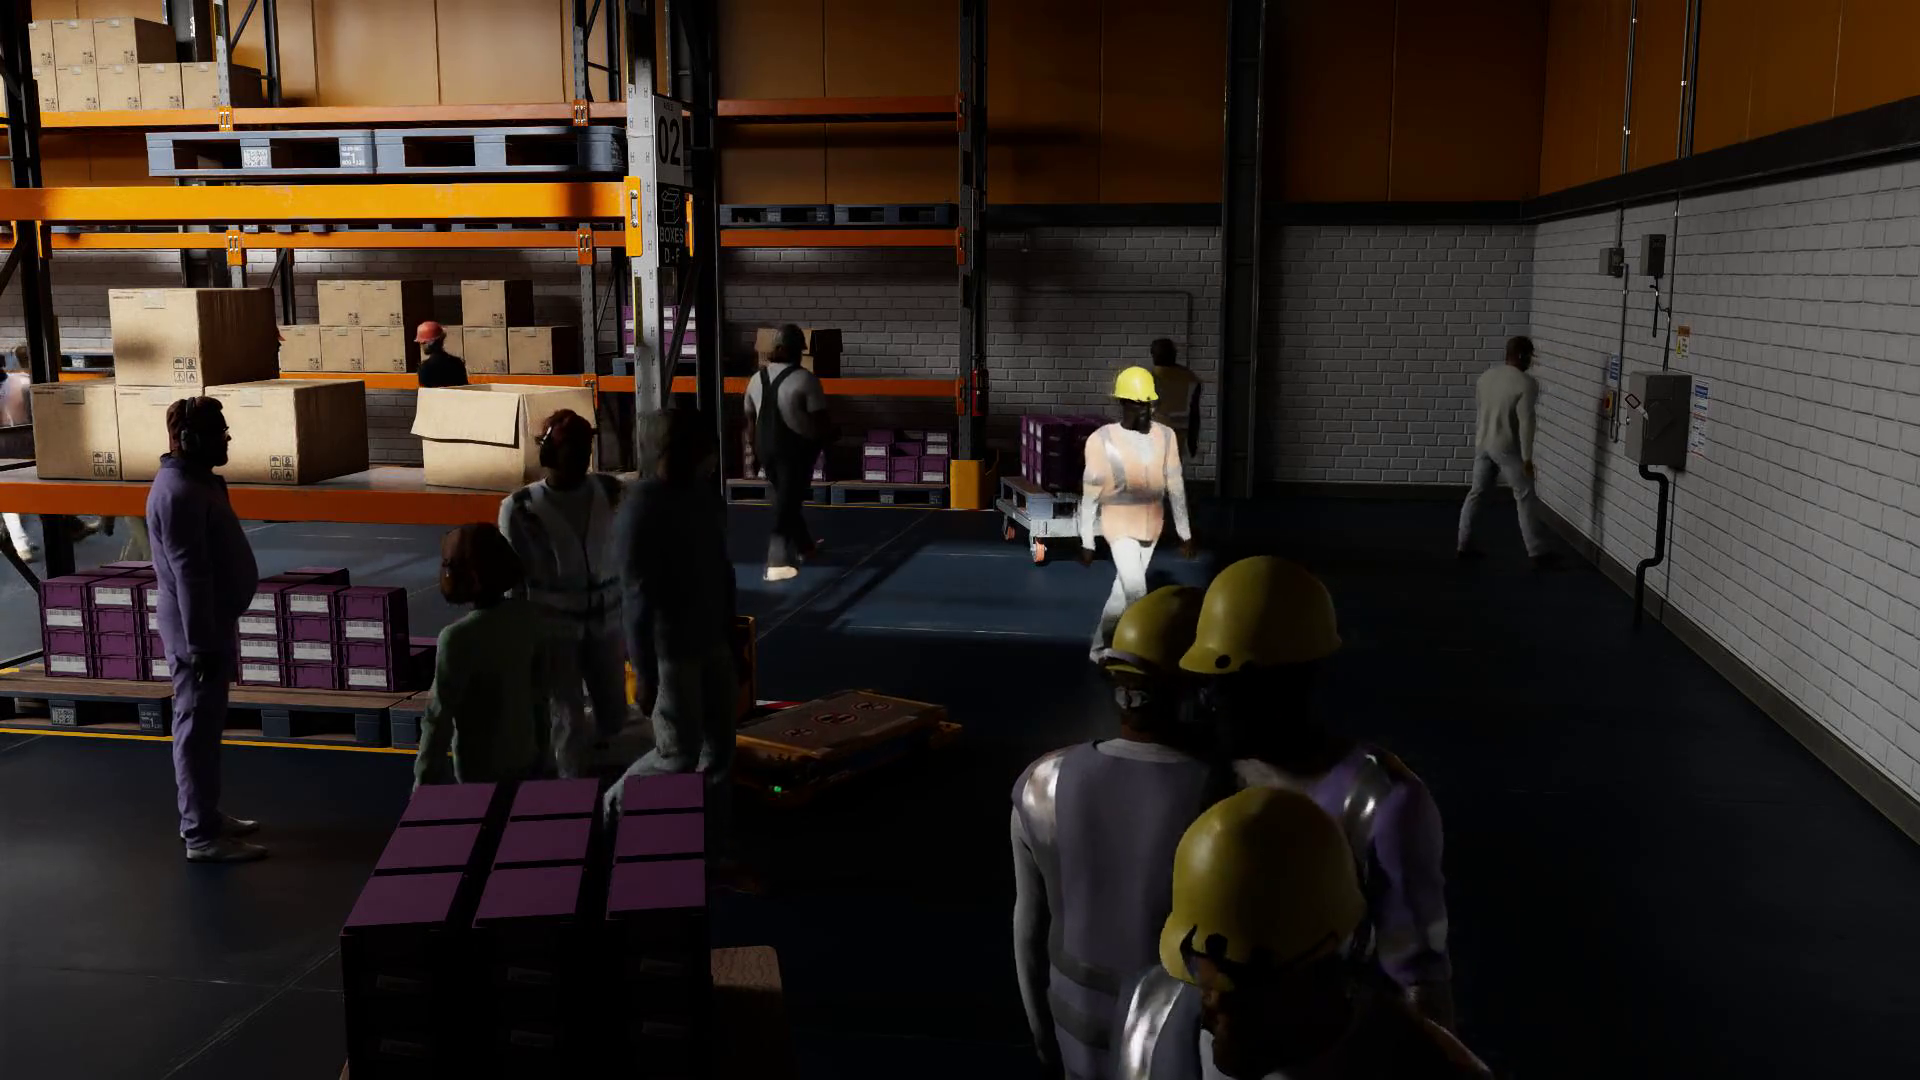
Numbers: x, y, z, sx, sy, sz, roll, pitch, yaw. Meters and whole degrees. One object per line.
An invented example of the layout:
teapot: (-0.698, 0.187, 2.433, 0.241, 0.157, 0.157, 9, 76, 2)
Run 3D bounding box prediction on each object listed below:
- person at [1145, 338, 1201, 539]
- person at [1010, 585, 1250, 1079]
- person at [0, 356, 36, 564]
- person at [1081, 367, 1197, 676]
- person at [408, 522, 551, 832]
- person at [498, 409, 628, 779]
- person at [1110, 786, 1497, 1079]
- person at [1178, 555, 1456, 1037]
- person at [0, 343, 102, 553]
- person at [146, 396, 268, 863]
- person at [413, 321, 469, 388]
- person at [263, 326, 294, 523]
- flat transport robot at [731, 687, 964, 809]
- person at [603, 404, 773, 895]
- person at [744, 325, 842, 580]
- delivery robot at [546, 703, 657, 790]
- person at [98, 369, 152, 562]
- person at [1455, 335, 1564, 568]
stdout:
person: (1.830, -0.909, 14.993, 0.633, 1.820, 0.457, -4, 10, -22)
person: (0.390, 0.992, 3.201, 0.586, 1.824, 0.403, 6, 11, 34)
person: (-7.905, -0.709, 13.834, 0.648, 1.799, 0.628, -8, 12, -41)
person: (1.008, -0.066, 9.624, 0.619, 1.882, 0.989, -6, 11, -31)
person: (-1.533, 0.743, 5.365, 0.380, 1.616, 0.502, 2, 9, 13)
person: (-1.643, 0.369, 6.951, 0.630, 1.867, 0.629, -7, 12, -38)
person: (0.396, 1.183, 2.121, 0.621, 1.778, 0.871, 6, 11, 34)
person: (0.613, 0.972, 3.023, 0.493, 1.914, 0.641, -6, 11, -32)
person: (-7.952, -0.810, 14.462, 0.549, 1.789, 0.956, 8, 12, 42)
person: (-3.100, 0.360, 6.866, 0.399, 1.908, 0.643, -4, 10, -24)
person: (-4.865, -1.133, 16.030, 0.861, 1.953, 0.650, 3, 10, 18)
person: (-6.637, -1.132, 16.026, 0.357, 1.936, 0.551, -5, 10, -29)
flat transport robot: (-0.646, 0.978, 8.089, 0.652, 0.197, 1.431, 6, 11, 34)
person: (-1.107, 0.438, 6.400, 0.686, 1.915, 0.653, 4, 10, 21)
person: (-1.294, -0.742, 13.286, 0.705, 2.000, 1.006, 7, 12, 37)
delivery robot: (-1.562, 0.899, 7.413, 0.707, 0.478, 0.477, -3, 10, -20)
person: (-5.427, -0.258, 10.989, 0.965, 1.831, 0.538, 3, 10, 19)
person: (4.535, -0.733, 13.706, 0.511, 1.904, 0.776, -5, 10, -28)
